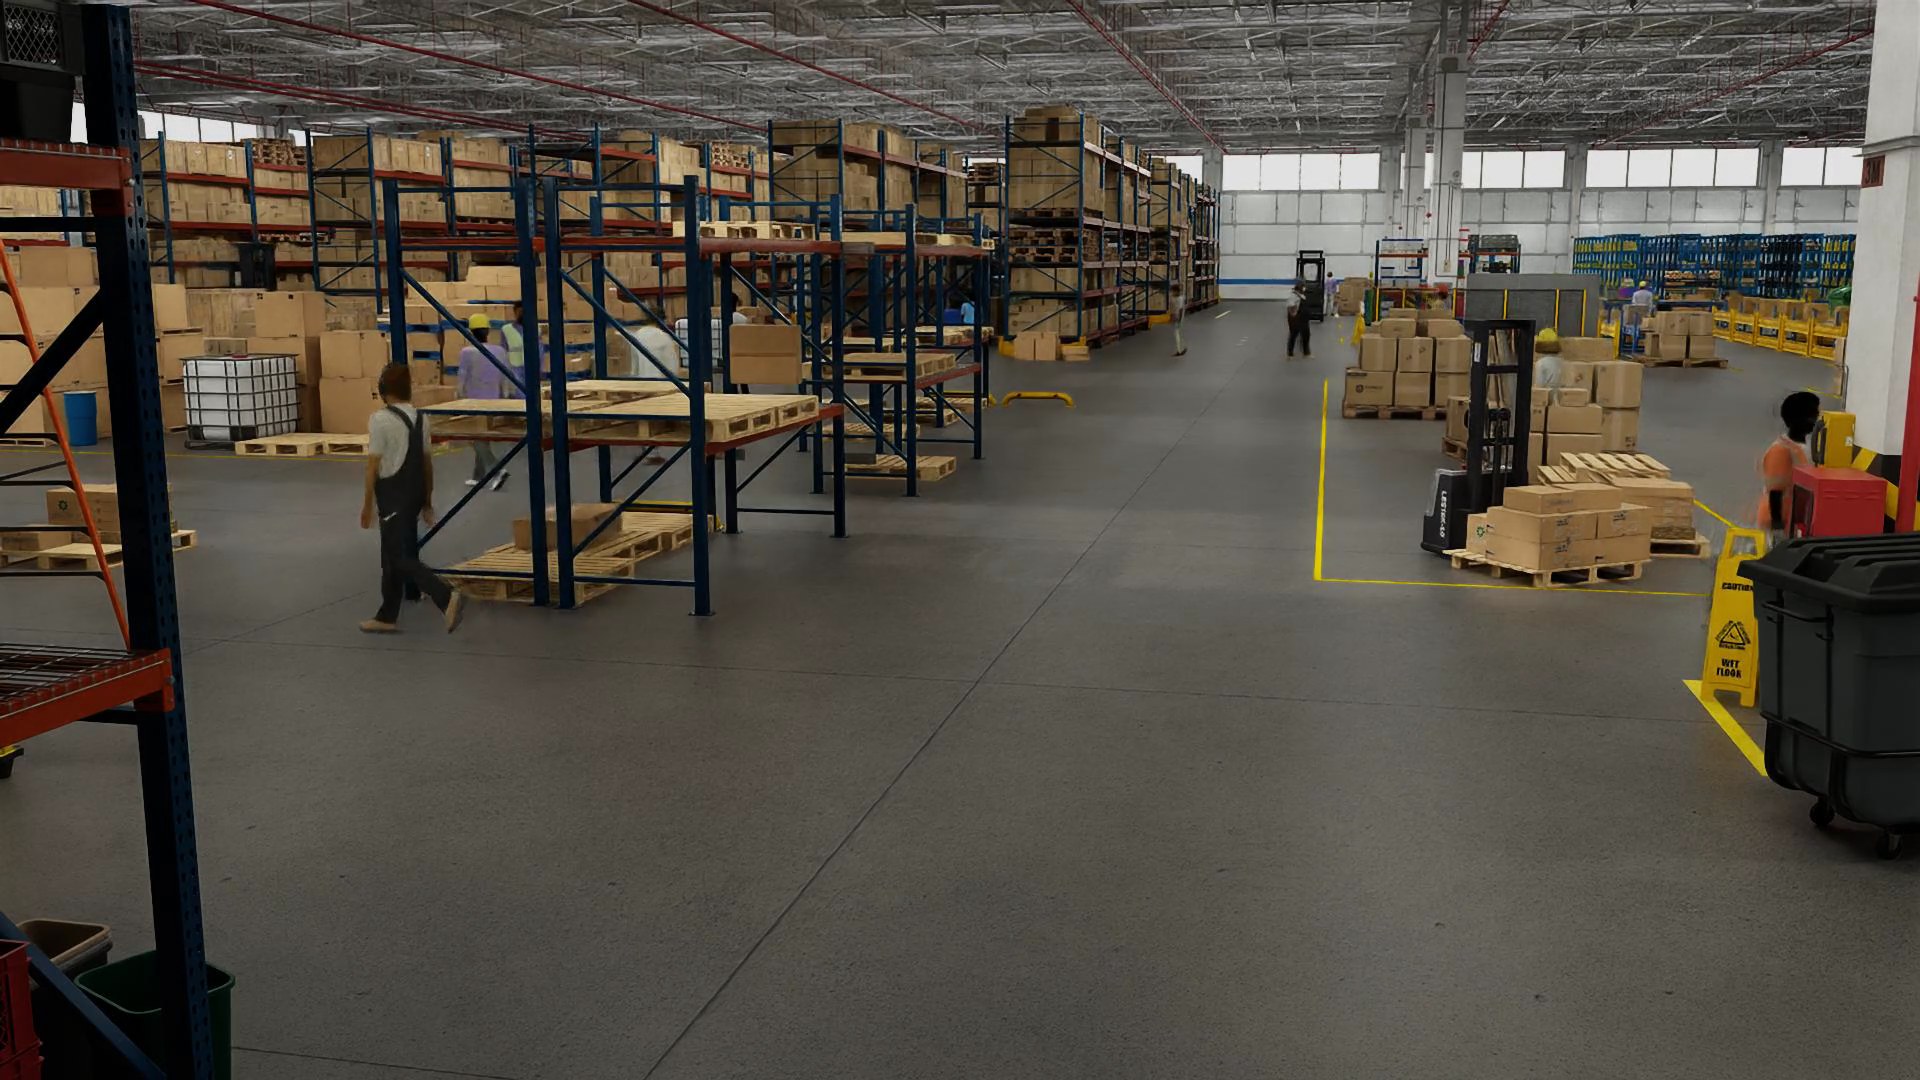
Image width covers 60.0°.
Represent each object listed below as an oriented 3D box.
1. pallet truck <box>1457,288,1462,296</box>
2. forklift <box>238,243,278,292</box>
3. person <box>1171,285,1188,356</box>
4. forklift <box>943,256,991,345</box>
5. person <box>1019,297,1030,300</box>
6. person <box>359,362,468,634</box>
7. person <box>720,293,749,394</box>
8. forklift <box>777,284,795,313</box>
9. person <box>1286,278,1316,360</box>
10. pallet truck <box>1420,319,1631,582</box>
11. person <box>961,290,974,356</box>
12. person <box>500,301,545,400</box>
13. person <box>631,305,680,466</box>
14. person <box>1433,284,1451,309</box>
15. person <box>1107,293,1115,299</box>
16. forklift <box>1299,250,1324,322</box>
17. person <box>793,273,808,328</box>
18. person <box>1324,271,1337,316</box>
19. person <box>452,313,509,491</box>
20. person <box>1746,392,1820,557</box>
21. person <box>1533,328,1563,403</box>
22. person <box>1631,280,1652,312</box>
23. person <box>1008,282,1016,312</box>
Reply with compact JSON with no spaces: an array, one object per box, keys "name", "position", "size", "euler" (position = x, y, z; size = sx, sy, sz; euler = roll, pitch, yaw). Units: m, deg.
[{"name":"pallet truck","position":[20.506,-9.785,68.819],"size":[0.653,1.274,1.630],"euler":[2,10,12]},{"name":"forklift","position":[-15.317,-5.115,36.498],"size":[1.873,2.768,1.129],"euler":[2,10,12]},{"name":"person","position":[5.610,-5.600,42.486],"size":[0.638,1.827,0.590],"euler":[-3,10,-18]},{"name":"forklift","position":[0.156,-6.846,46.746],"size":[1.129,2.768,1.873],"euler":[2,10,12]},{"name":"person","position":[2.162,-7.466,53.920],"size":[0.535,1.697,0.318],"euler":[-5,11,-27]},{"name":"person","position":[-3.595,-0.251,10.850],"size":[0.799,1.816,0.532],"euler":[3,10,17]},{"name":"person","position":[-3.592,-2.953,26.434],"size":[0.394,1.955,0.604],"euler":[6,11,33]},{"name":"forklift","position":[-7.669,-11.326,73.276],"size":[1.129,2.768,1.873],"euler":[2,10,12]},{"name":"person","position":[8.390,-5.410,40.727],"size":[0.809,2.000,0.688],"euler":[7,12,37]},{"name":"pallet truck","position":[4.543,-0.757,13.299],"size":[0.823,1.965,1.885],"euler":[-4,10,-22]},{"name":"person","position":[0.295,-5.535,42.507],"size":[0.543,1.679,0.412],"euler":[1,10,5]},{"name":"person","position":[-6.276,-2.482,23.844],"size":[0.595,1.893,0.855],"euler":[-5,11,-27]},{"name":"person","position":[-3.644,-1.862,20.078],"size":[0.646,1.921,0.585],"euler":[7,12,36]},{"name":"person","position":[10.755,-4.793,37.448],"size":[0.584,1.920,0.544],"euler":[4,10,23]},{"name":"person","position":[7.531,-12.491,83.286],"size":[0.429,1.831,0.675],"euler":[9,13,44]},{"name":"forklift","position":[13.778,-10.002,65.433],"size":[1.129,2.768,1.873],"euler":[2,10,12]},{"name":"person","position":[-5.254,-7.735,54.483],"size":[0.608,2.045,0.392],"euler":[9,13,42]},{"name":"person","position":[16.168,-10.773,72.785],"size":[0.630,1.940,0.371],"euler":[3,10,16]},{"name":"person","position":[-5.125,-1.478,17.838],"size":[0.779,1.901,0.602],"euler":[6,11,32]},{"name":"person","position":[5.221,-0.114,10.534],"size":[0.538,1.658,0.893],"euler":[-6,11,-33]},{"name":"person","position":[6.399,-1.448,18.191],"size":[0.500,1.723,0.407],"euler":[-9,13,-44]},{"name":"person","position":[21.082,-7.113,51.454],"size":[0.614,1.819,0.508],"euler":[2,10,14]},{"name":"person","position":[1.846,-8.844,62.327],"size":[0.772,1.599,0.534],"euler":[8,13,40]}]
